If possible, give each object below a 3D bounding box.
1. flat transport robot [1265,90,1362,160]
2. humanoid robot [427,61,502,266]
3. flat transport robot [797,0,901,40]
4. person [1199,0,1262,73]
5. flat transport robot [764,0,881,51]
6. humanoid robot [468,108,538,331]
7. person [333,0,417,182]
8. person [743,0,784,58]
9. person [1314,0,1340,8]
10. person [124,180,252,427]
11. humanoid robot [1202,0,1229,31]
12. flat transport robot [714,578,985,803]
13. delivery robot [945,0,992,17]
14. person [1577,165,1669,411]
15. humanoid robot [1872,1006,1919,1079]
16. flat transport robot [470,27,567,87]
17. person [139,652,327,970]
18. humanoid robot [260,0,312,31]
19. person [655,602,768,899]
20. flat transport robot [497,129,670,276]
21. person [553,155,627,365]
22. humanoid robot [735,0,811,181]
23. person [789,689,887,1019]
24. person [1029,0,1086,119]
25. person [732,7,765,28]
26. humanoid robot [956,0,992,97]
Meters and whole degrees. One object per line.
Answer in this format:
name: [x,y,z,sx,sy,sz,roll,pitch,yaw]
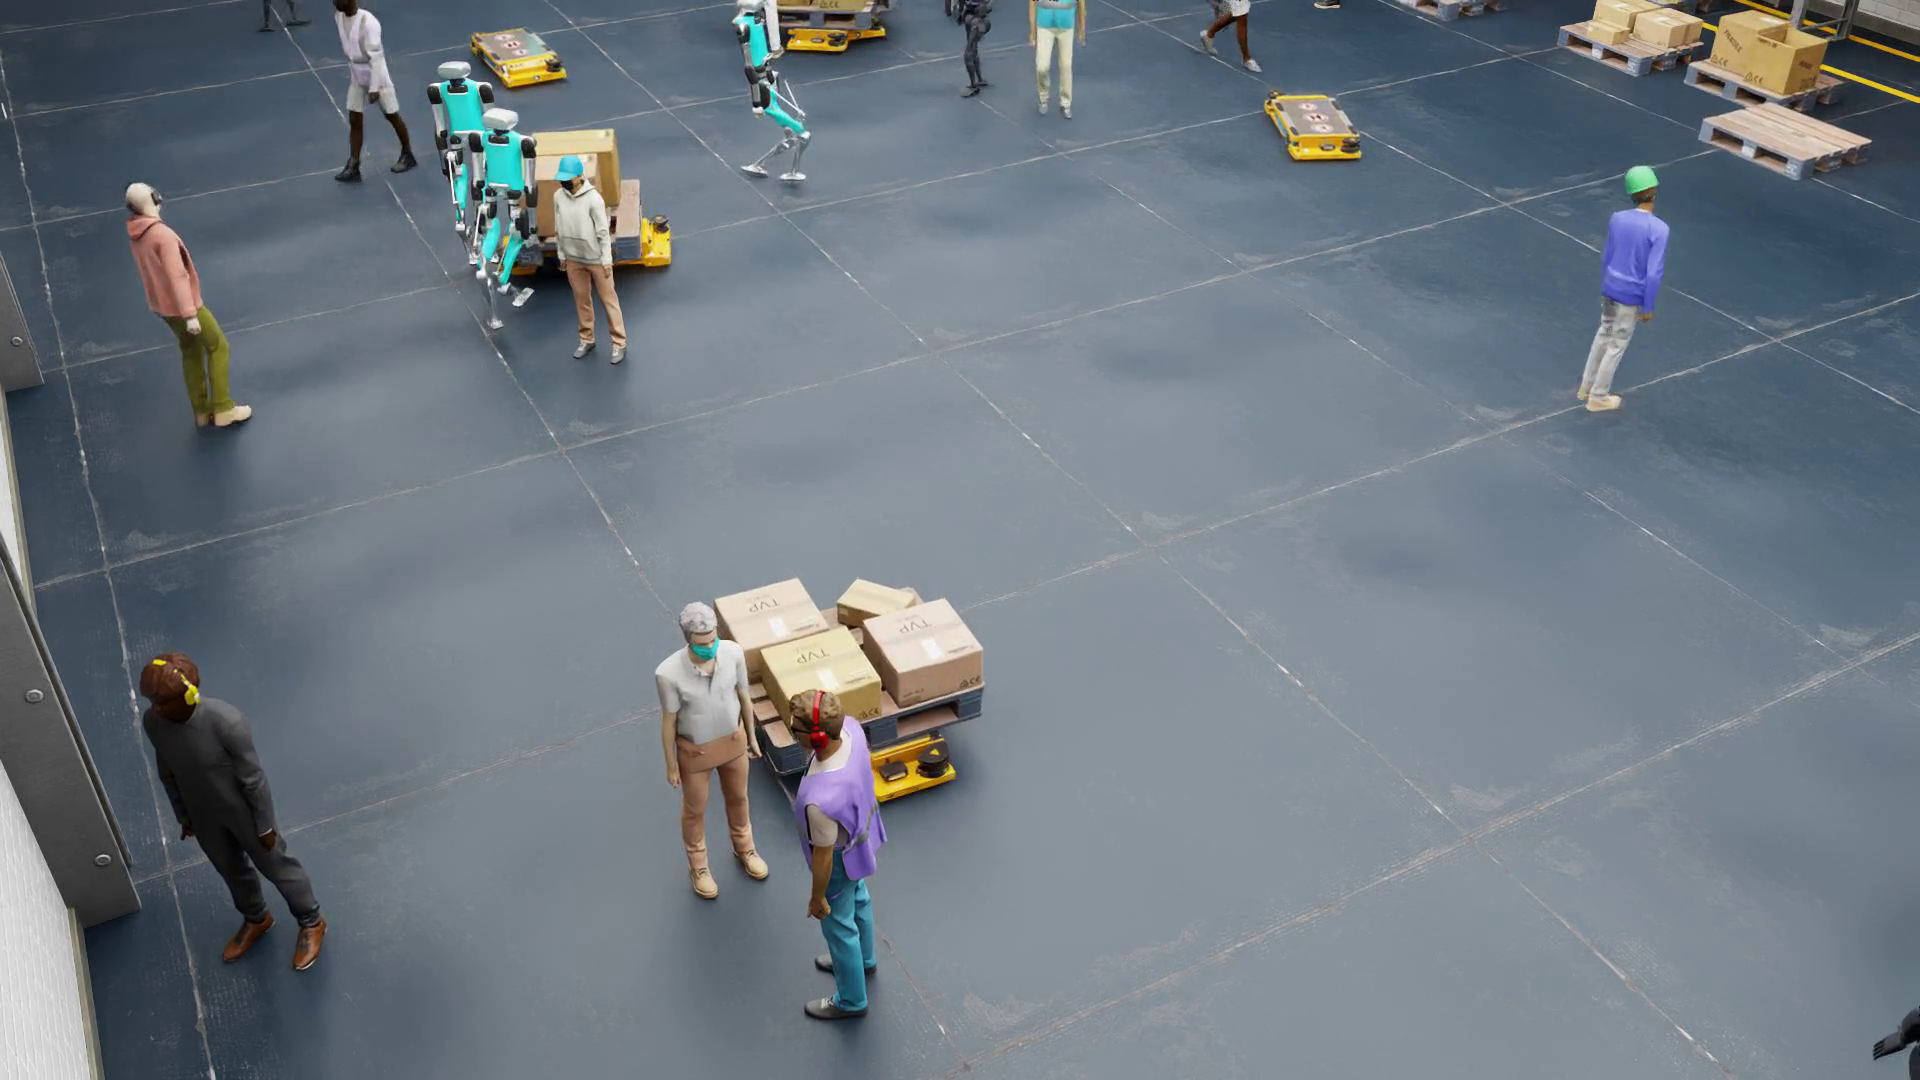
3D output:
flat transport robot: [3.523,-4.154,16.647,0.659,0.231,1.431,-2,35,-3]
humanoid robot: [-4.045,-3.021,13.638,0.533,1.672,0.735,-1,35,-1]
flat transport robot: [-1.410,-6.186,19.548,0.659,0.231,1.431,-12,37,-16]
person: [2.989,-6.069,17.956,0.863,1.902,0.590,30,45,35]
flat transport robot: [-1.564,-5.968,19.237,0.659,0.231,1.431,3,35,4]
humanoid robot: [-3.568,-2.364,12.830,0.561,1.719,1.038,5,35,7]
person: [-5.536,-4.221,15.322,0.550,1.902,0.947,18,39,23]
person: [-2.229,-6.241,18.229,0.581,1.878,0.347,6,35,8]
person: [4.485,-7.323,19.694,0.368,1.965,0.605,5,35,7]
person: [-5.500,-1.644,11.741,0.603,1.783,0.399,20,40,26]
humanoid robot: [3.026,-6.658,18.997,0.497,1.643,0.606,18,39,24]
flat transport robot: [-0.615,0.941,9.372,0.659,0.231,1.431,-15,38,-20]
delivery robot: [0.141,-6.565,19.847,0.499,0.603,0.803,9,36,13]
person: [4.729,-1.745,11.852,0.357,1.835,0.494,-17,38,-22]
humanoid robot: [4.013,2.016,6.630,0.601,1.634,0.696,7,36,10]
flat transport robot: [-4.890,-5.336,18.335,0.659,0.231,1.431,-18,39,-24]
person: [-3.338,1.238,7.569,0.507,1.862,0.372,5,35,7]
humanoid robot: [-7.885,-6.662,19.015,0.638,1.633,0.613,-6,35,-8]
person: [-1.203,0.997,8.012,0.474,1.738,0.309,-19,39,-25]
flat transport robot: [-3.231,-2.541,14.344,1.431,0.231,0.659,-5,35,-7]
person: [-2.816,-2.099,12.497,0.459,1.667,0.387,11,36,15]
humanoid robot: [-1.654,-4.102,15.288,0.904,1.757,0.535,6,35,8]
person: [-0.532,1.395,7.363,0.392,1.837,0.557,7,36,10]
person: [0.975,-5.108,16.658,0.601,1.821,0.484,0,35,-1]
person: [-2.454,-6.750,19.104,0.539,1.699,0.316,19,39,25]
humanoid robot: [0.152,-5.487,17.328,0.395,1.636,0.609,-16,38,-22]
